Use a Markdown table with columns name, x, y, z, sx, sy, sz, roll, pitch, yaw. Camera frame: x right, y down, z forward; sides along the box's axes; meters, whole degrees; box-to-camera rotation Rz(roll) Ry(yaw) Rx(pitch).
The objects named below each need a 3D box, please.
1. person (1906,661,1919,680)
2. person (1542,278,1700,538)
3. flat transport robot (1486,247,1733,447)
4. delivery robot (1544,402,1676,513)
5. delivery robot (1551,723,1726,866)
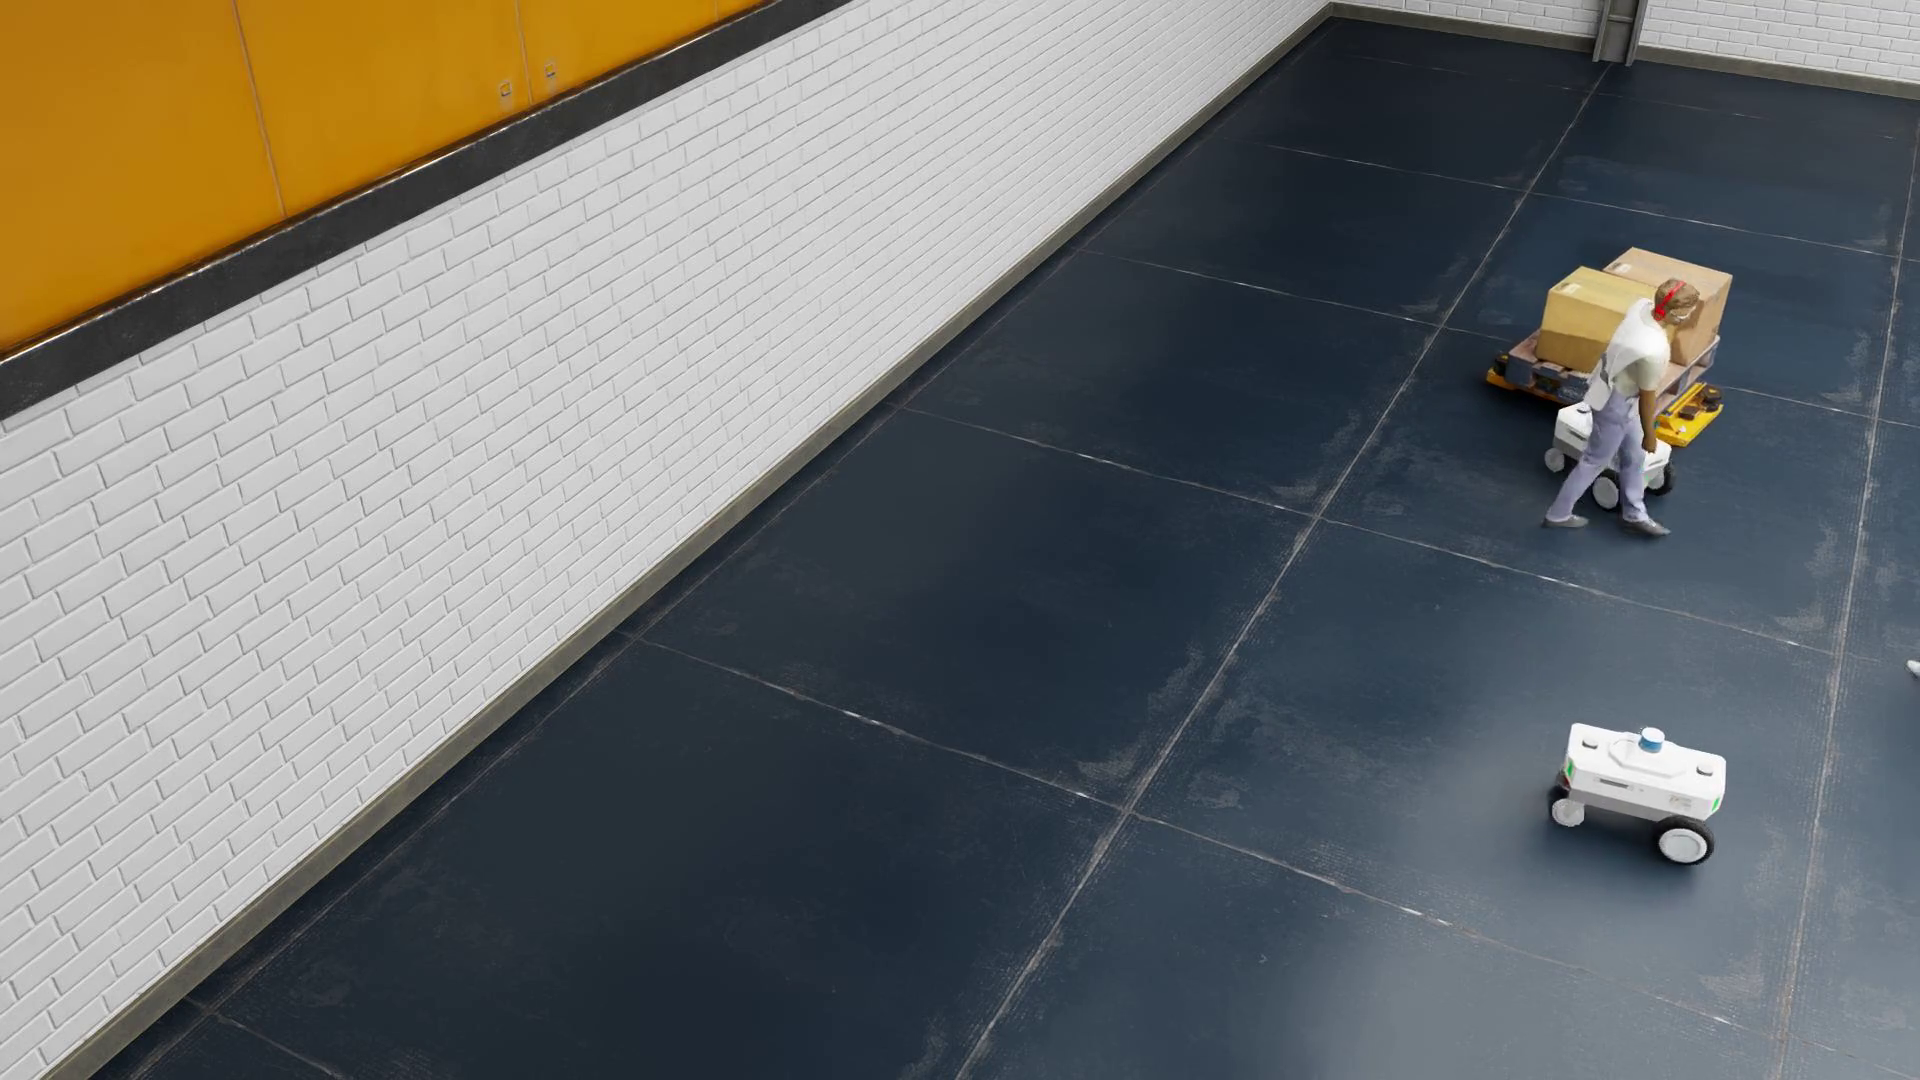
| name | x | y | z | sx | sy | sz | roll | pitch | yaw |
| --- | --- | --- | --- | --- | --- | --- | --- | --- | --- |
| person | 5.325 | 0.132 | 8.477 | 0.508 | 1.712 | 0.496 | -7 | 35 | -11 |
| person | 3.964 | -0.751 | 9.734 | 0.790 | 1.790 | 0.652 | 12 | 36 | 17 |
| flat transport robot | 4.479 | -1.068 | 11.567 | 1.431 | 0.231 | 0.659 | 26 | 42 | 33 |
| delivery robot | 4.136 | -0.554 | 10.562 | 0.499 | 0.613 | 0.811 | -17 | 38 | -24 |
| delivery robot | 3.292 | 1.174 | 7.987 | 0.786 | 0.608 | 0.499 | 13 | 36 | 18 |
